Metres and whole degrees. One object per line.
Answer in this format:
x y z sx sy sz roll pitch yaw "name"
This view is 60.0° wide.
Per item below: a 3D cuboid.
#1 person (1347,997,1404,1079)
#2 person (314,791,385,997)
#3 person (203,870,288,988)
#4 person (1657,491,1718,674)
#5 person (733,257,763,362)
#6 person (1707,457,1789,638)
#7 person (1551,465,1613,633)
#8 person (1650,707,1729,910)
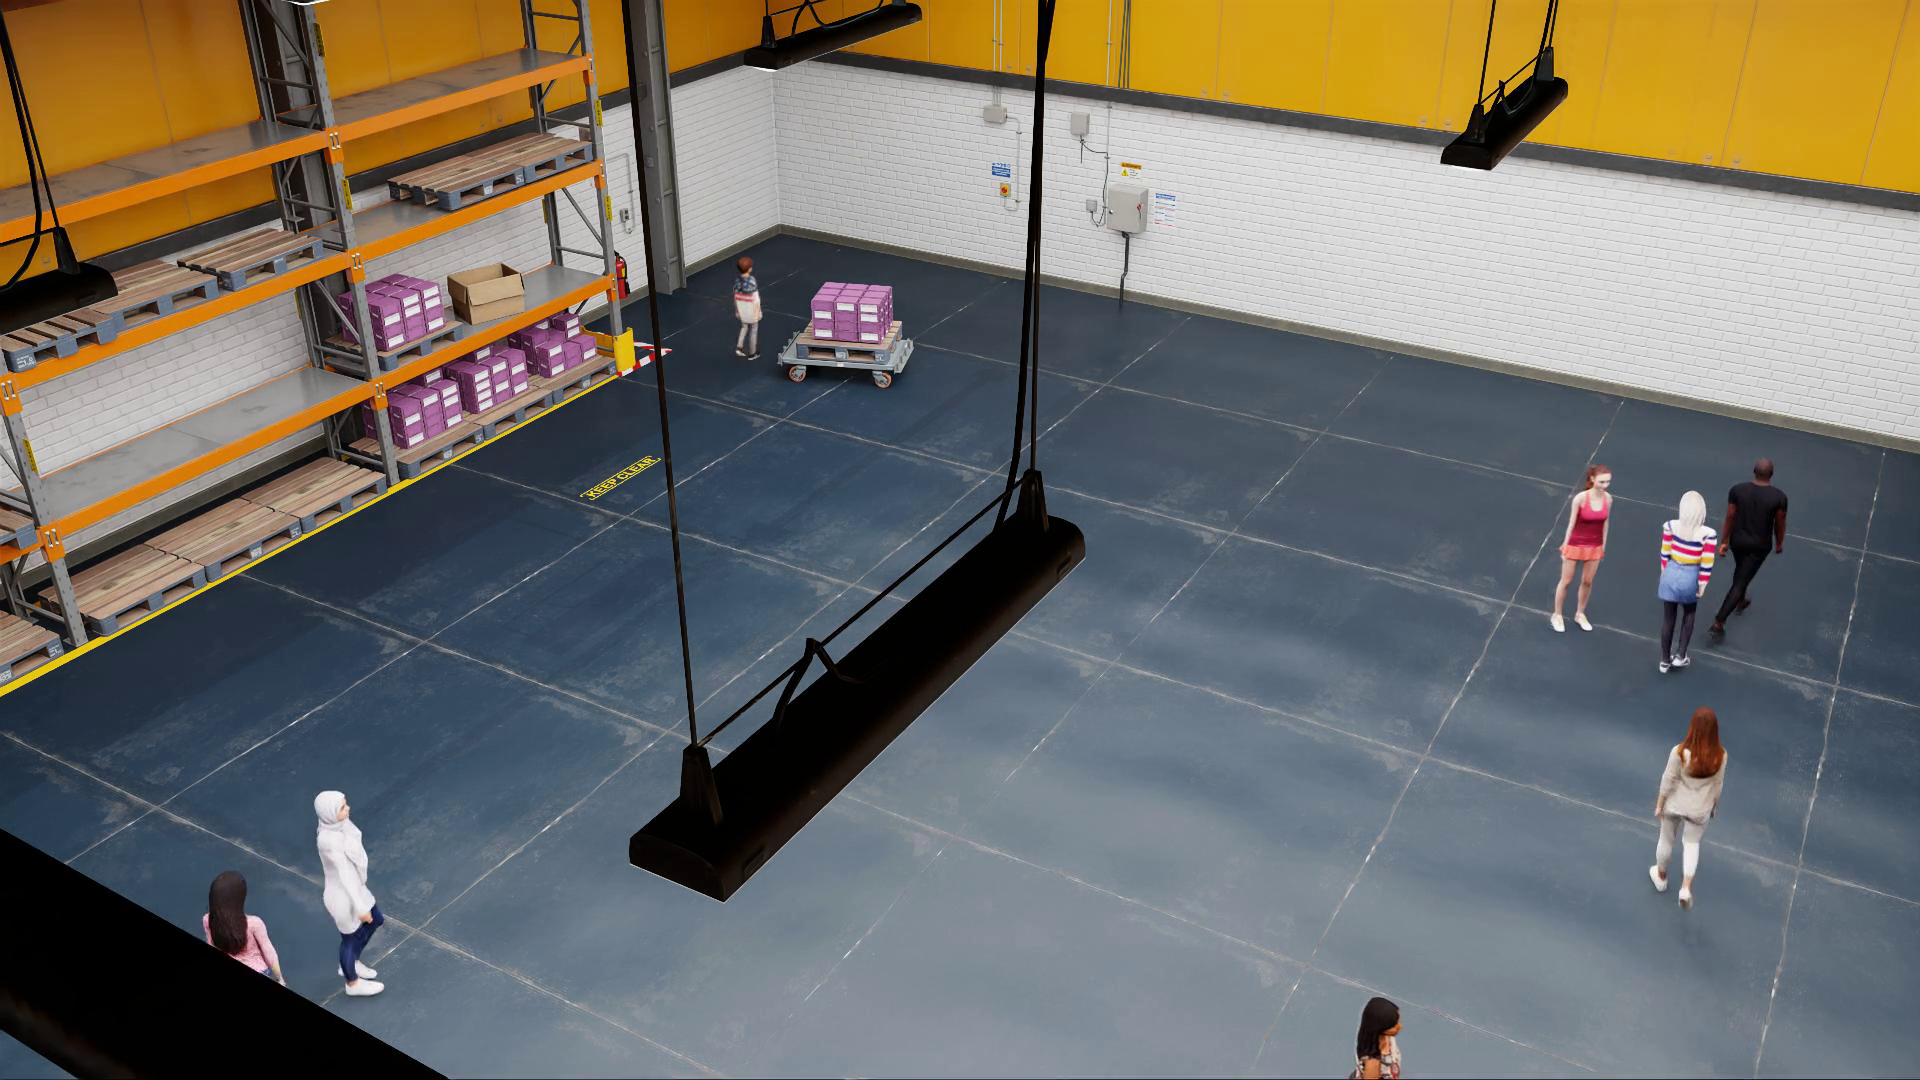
2.449 3.392 10.016 0.764 1.645 0.566 7 29 12 "person"
-4.355 2.482 11.561 0.803 1.763 0.727 -3 29 -6 "person"
-4.660 2.940 10.797 0.920 1.690 1.214 2 29 3 "person"
6.607 0.414 15.327 0.681 1.786 0.642 23 36 35 "person"
-2.843 -3.046 22.043 0.511 1.430 0.586 15 32 25 "person"
7.497 0.118 15.888 1.312 1.768 0.912 -25 37 -37 "person"
5.995 0.062 16.009 0.665 1.751 0.697 -2 29 -3 "person"
5.463 2.041 12.441 0.765 1.695 0.949 6 29 10 "person"
